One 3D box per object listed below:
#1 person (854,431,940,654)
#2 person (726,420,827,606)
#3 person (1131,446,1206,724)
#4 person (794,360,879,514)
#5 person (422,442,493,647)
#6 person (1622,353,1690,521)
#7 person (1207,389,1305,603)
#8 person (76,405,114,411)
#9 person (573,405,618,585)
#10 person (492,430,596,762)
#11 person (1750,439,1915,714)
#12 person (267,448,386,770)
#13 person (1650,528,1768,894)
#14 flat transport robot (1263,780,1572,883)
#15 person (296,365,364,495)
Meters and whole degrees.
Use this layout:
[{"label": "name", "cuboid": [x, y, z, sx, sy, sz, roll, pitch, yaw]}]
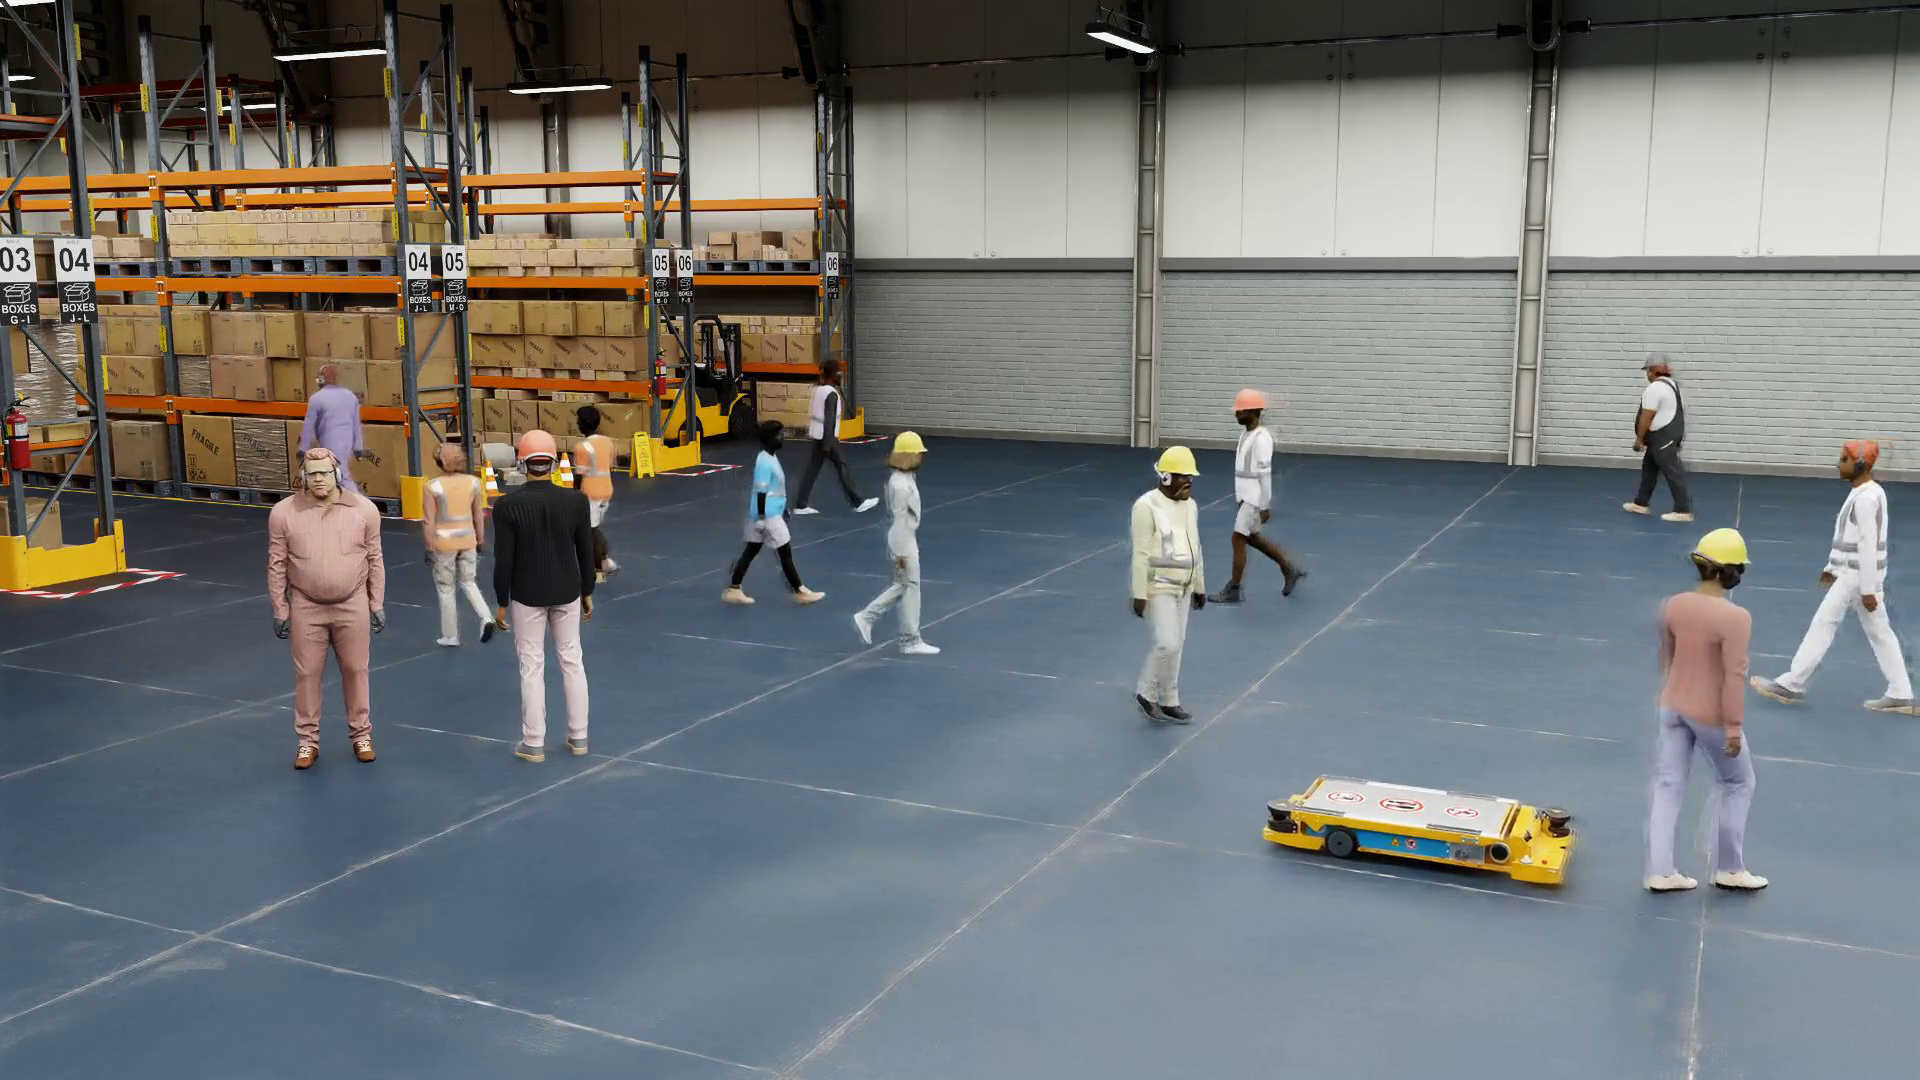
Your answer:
[{"label": "person", "cuboid": [-0.475, 0.025, 12.697, 0.575, 1.727, 0.497, -1, 9, -4]}, {"label": "person", "cuboid": [-1.655, -0.229, 14.523, 0.889, 1.648, 0.533, -1, 9, -7]}, {"label": "person", "cuboid": [1.355, 0.297, 10.751, 0.414, 1.819, 0.625, 8, 12, 42]}, {"label": "person", "cuboid": [-1.537, -1.232, 20.022, 1.042, 1.859, 0.613, -4, 10, -22]}, {"label": "person", "cuboid": [-3.900, 0.052, 12.884, 0.489, 1.624, 0.517, 8, 12, 42]}, {"label": "person", "cuboid": [8.344, -1.276, 19.738, 0.922, 2.000, 0.715, 8, 12, 40]}, {"label": "person", "cuboid": [2.654, -0.388, 14.719, 0.863, 1.912, 0.554, -1, 9, -7]}, {"label": "person", "cuboid": [-13.419, -2.150, 25.606, 0.986, 1.885, 0.554, 8, 12, 40]}, {"label": "person", "cuboid": [-3.432, -0.411, 15.485, 0.366, 1.685, 0.551, 3, 10, 20]}, {"label": "person", "cuboid": [-2.505, 0.332, 10.019, 0.623, 1.992, 0.396, -6, 11, -31]}, {"label": "person", "cuboid": [5.931, 0.239, 11.110, 1.000, 1.830, 0.582, 6, 11, 34]}, {"label": "person", "cuboid": [-3.744, 0.401, 9.868, 0.651, 1.906, 0.403, -4, 10, -22]}, {"label": "person", "cuboid": [3.574, 0.809, 7.828, 0.684, 1.740, 0.554, -3, 10, -19]}, {"label": "flat transport robot", "cuboid": [2.326, 1.446, 8.456, 1.431, 0.197, 0.652, 4, 10, 25]}, {"label": "person", "cuboid": [-7.190, -1.080, 19.144, 1.035, 1.857, 0.646, 4, 10, 24]}]
